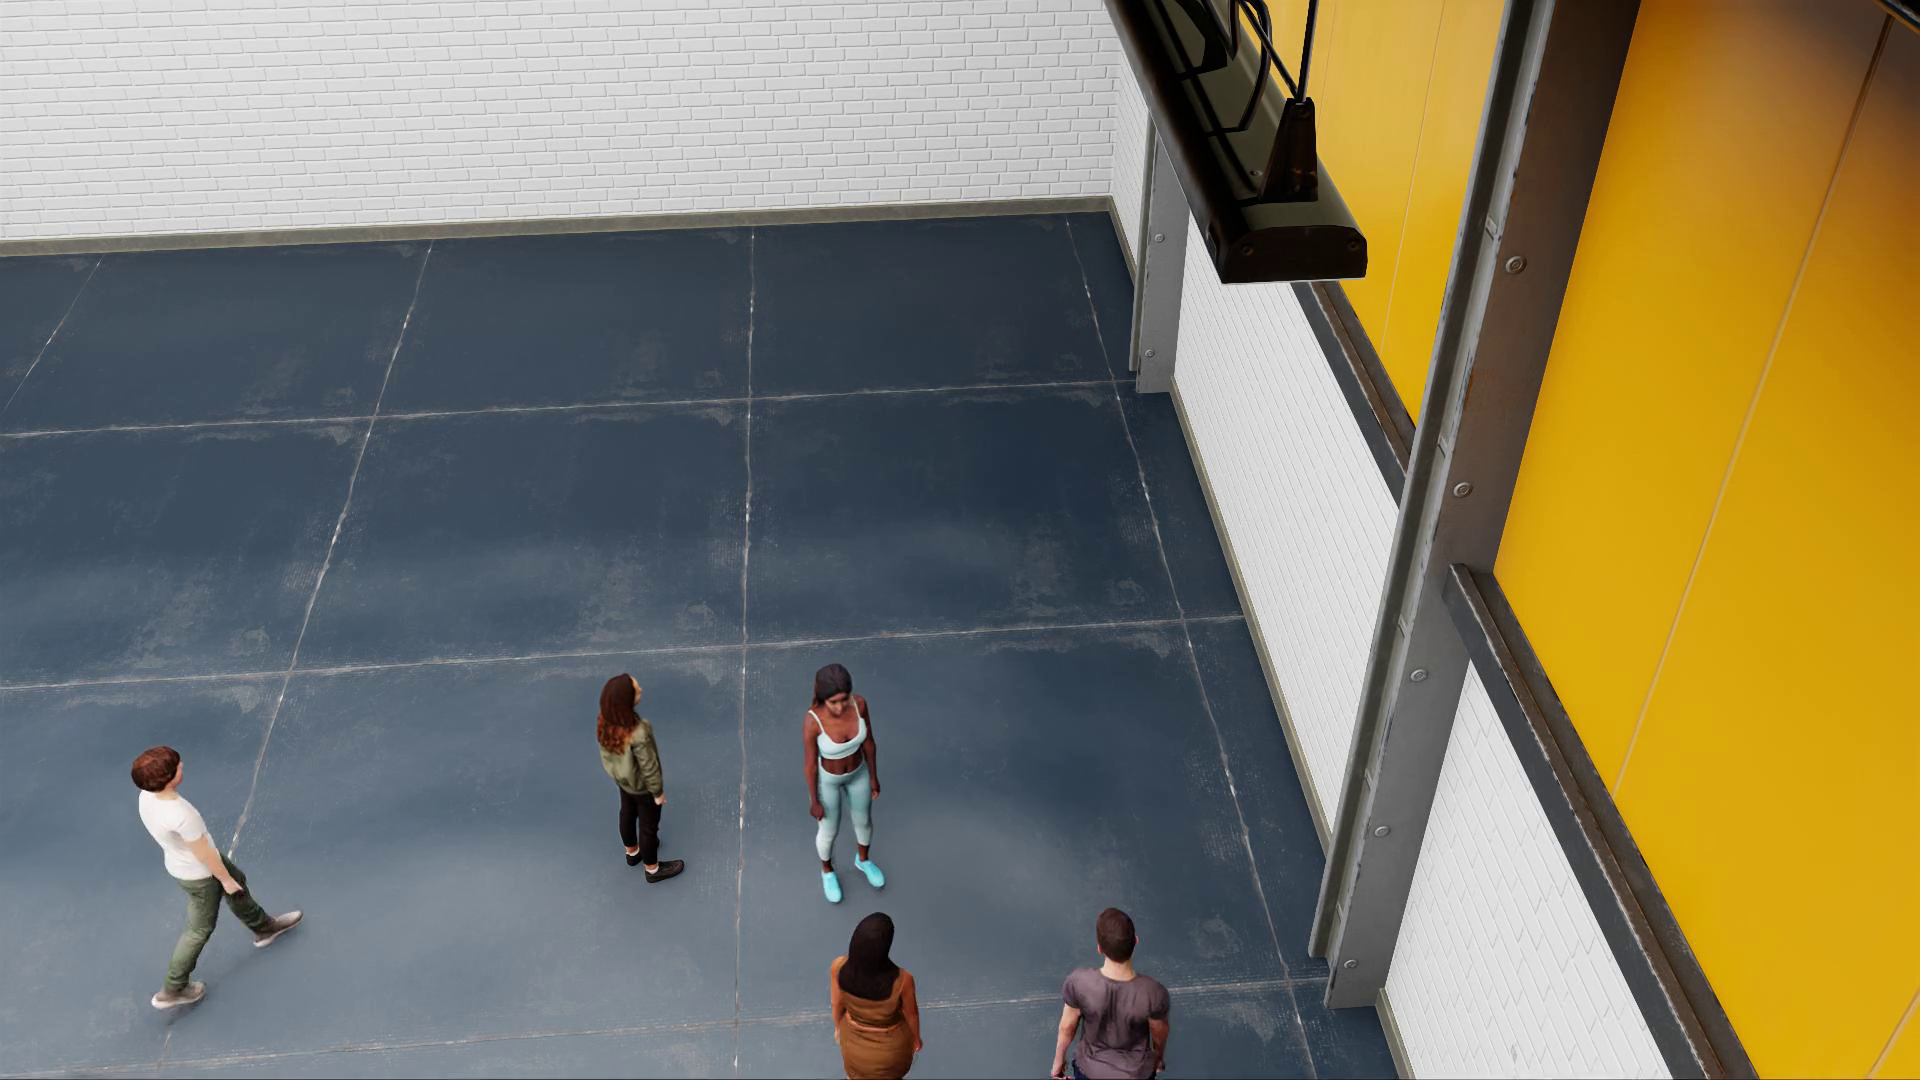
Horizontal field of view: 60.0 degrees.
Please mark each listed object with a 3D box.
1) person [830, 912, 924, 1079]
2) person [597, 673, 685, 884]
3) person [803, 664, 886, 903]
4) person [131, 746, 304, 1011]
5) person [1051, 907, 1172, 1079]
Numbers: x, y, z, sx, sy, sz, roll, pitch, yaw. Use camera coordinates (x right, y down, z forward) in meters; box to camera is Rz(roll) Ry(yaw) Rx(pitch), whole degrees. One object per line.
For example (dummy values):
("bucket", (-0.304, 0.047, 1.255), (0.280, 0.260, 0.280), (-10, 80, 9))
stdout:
("person", (-0.418, 2.405, 7.767), (0.736, 1.668, 0.915), (9, 40, 12))
("person", (-1.813, 1.316, 9.285), (0.711, 1.475, 0.624), (-31, 48, -32))
("person", (-0.651, 1.311, 9.096), (0.647, 1.719, 0.646), (-20, 43, -23))
("person", (-4.020, 1.760, 8.612), (1.068, 1.620, 1.115), (29, 47, 31))
("person", (0.684, 2.482, 7.558), (0.937, 1.809, 1.257), (10, 40, 12))
